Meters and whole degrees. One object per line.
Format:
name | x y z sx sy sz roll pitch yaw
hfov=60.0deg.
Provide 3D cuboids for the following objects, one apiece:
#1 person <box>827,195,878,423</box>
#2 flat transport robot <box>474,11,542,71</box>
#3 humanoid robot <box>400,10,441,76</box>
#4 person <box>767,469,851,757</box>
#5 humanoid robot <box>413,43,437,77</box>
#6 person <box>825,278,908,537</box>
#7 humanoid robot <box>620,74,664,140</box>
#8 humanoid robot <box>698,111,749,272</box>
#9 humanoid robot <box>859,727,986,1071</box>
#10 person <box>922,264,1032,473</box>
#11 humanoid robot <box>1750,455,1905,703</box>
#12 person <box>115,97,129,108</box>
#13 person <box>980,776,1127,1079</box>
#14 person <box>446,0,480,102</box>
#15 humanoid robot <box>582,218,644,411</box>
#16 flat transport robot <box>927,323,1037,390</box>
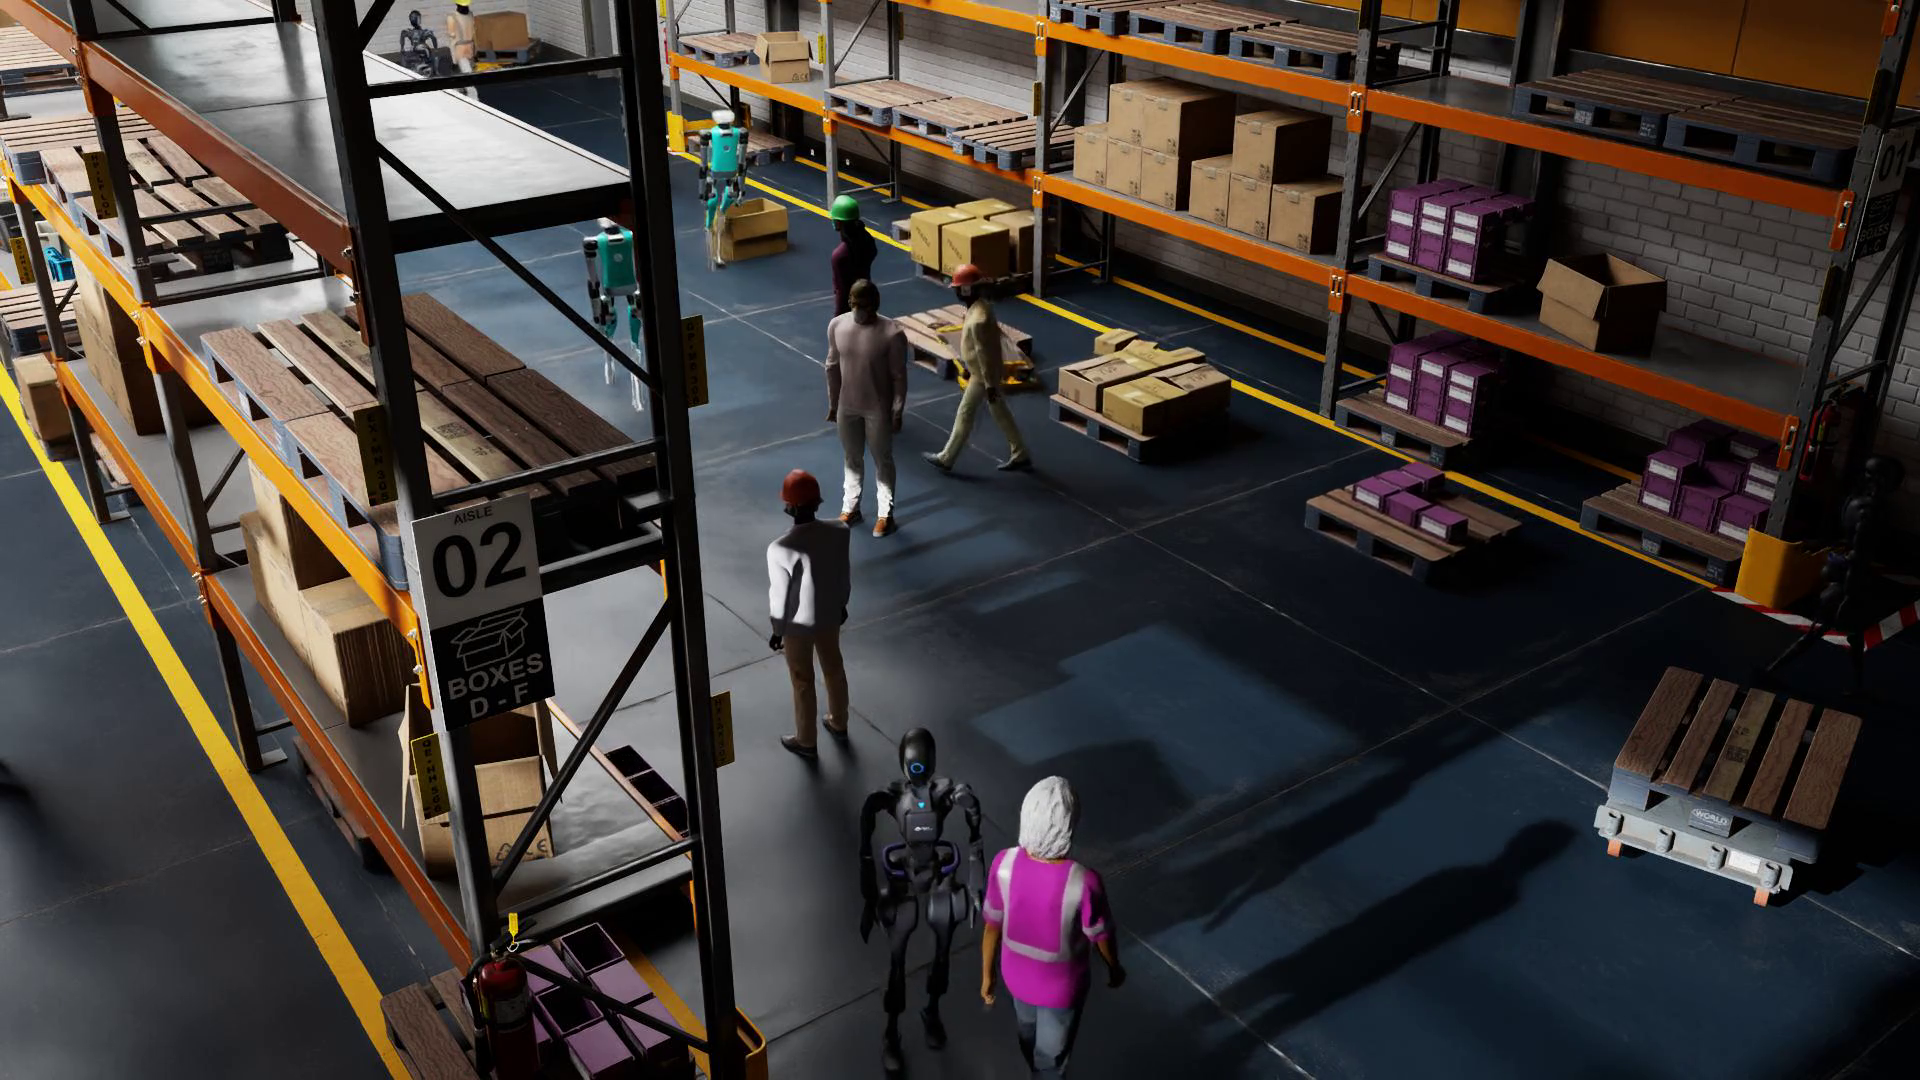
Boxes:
person | -0.898 -1.909 13.915 0.423 1.951 0.489 14 30 26
flat transport robot | -7.708 -8.012 27.924 0.659 0.231 1.431 0 27 1
humanoid robot | -7.737 -6.777 23.909 0.588 1.646 0.410 -1 27 -1
person | -0.874 0.411 9.516 0.571 1.748 0.342 -23 35 -38
humanoid robot | -6.975 -5.624 21.629 0.592 1.640 0.595 -16 31 -29
person | -0.680 -0.959 12.038 0.628 1.940 0.373 10 28 18
humanoid robot | -3.933 -5.101 20.508 0.556 1.772 0.813 -9 28 -17
humanoid robot | -2.590 -3.736 17.834 0.558 1.814 0.787 -12 29 -22
humanoid robot | -0.151 1.572 7.290 0.586 1.657 0.401 -3 27 -6
person | 0.151 -1.307 13.009 0.914 1.673 0.588 3 27 6
humanoid robot | 5.336 0.234 10.012 0.773 1.624 0.586 16 31 29
person | -10.460 -5.311 20.650 0.418 1.986 0.616 7 28 13
person | 0.397 1.732 6.822 0.522 1.815 0.806 13 30 24
person | -7.345 -7.132 24.384 0.793 1.884 0.614 9 28 18
humanoid robot | -3.003 -2.071 14.495 0.548 1.771 0.946 -10 28 -19
flat transport robot | 0.181 -1.706 15.382 0.659 0.231 1.431 -8 28 -15
